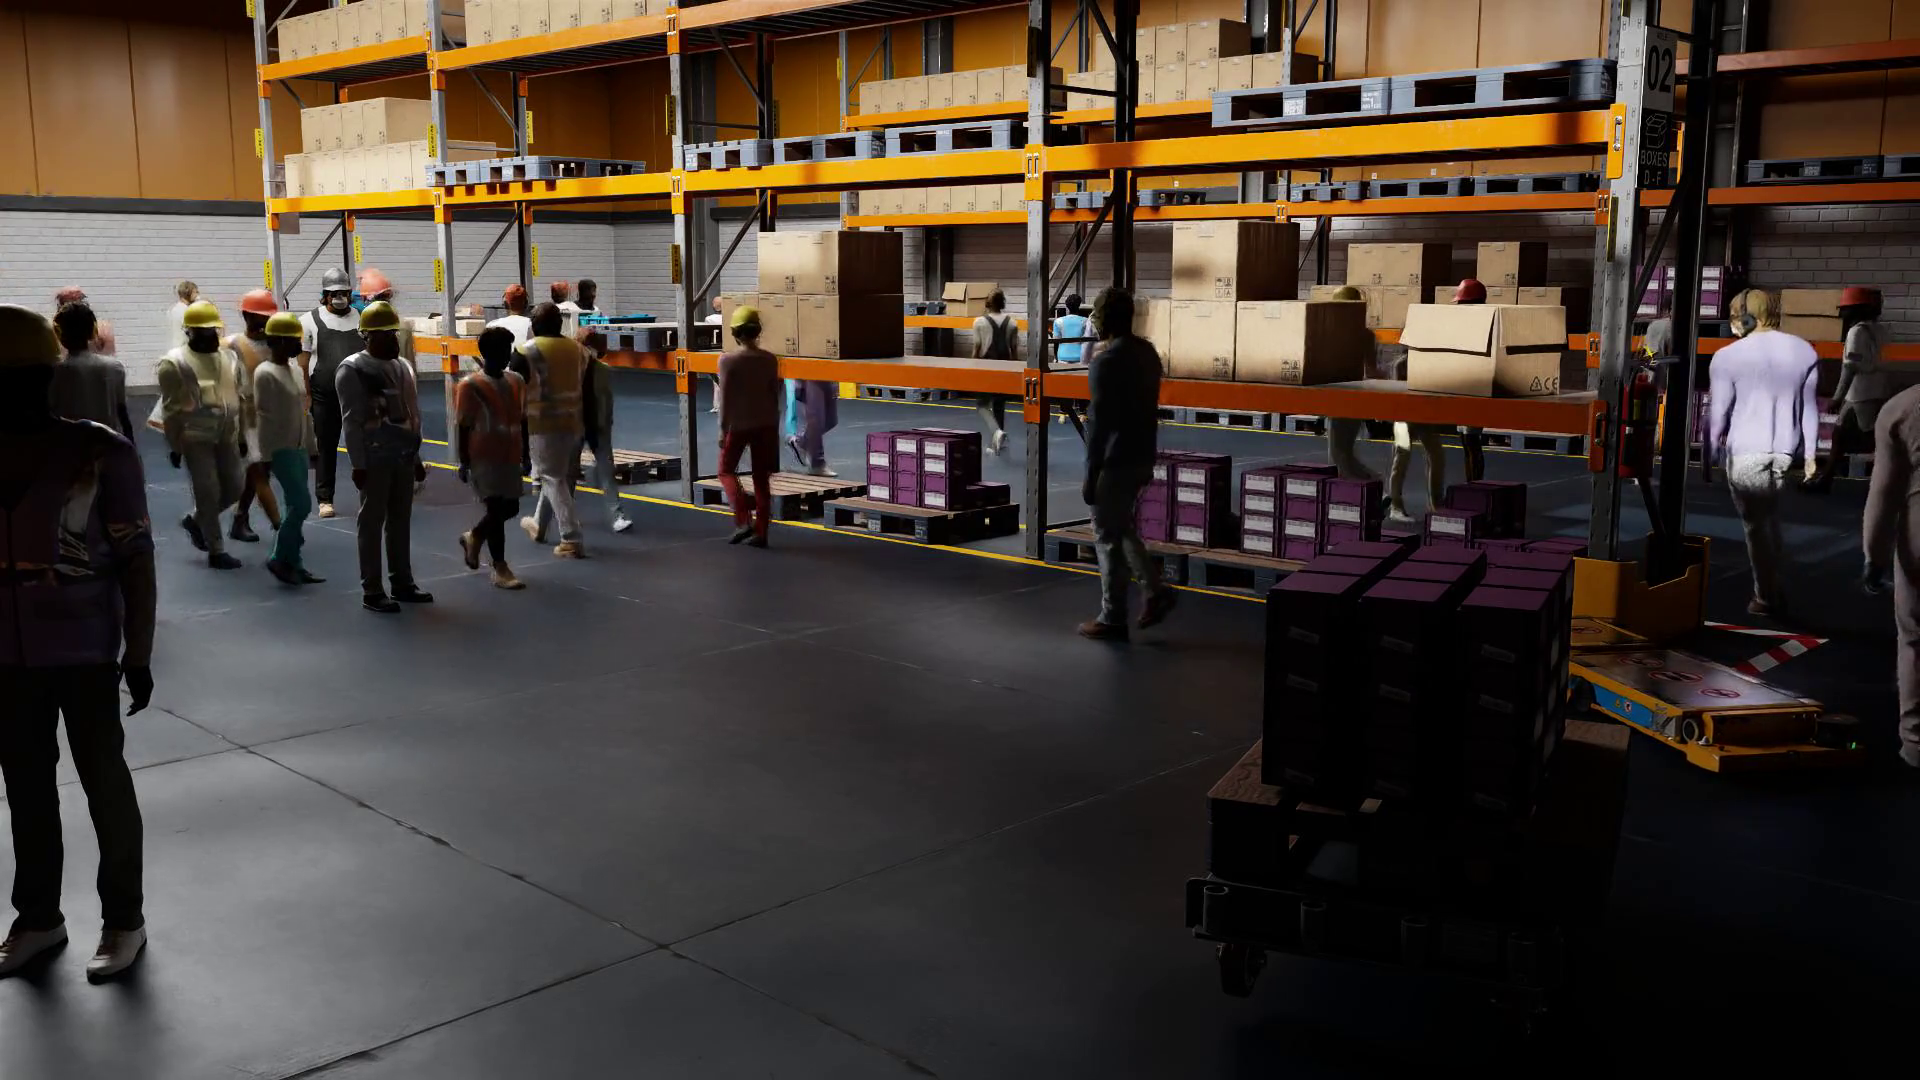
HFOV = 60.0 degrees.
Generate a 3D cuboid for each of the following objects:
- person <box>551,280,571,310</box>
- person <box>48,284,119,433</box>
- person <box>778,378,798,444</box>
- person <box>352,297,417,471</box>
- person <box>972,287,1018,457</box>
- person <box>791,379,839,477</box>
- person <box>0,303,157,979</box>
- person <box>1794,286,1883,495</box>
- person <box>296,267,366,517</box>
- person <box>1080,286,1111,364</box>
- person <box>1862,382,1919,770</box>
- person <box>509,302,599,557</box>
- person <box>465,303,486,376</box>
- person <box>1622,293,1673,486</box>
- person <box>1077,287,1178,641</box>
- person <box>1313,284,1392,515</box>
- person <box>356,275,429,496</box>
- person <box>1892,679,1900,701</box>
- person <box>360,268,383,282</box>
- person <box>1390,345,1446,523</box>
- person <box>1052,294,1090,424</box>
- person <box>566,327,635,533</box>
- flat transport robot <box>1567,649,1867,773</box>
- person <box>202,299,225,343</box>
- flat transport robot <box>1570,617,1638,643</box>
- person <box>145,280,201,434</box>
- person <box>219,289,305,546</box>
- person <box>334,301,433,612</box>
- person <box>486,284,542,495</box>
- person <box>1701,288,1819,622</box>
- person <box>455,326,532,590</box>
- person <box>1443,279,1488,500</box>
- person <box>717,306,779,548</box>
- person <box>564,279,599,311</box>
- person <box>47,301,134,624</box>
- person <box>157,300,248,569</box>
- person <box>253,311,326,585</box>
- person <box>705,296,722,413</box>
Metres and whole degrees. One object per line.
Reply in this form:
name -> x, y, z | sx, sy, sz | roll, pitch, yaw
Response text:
person -> -4.973, -2.323, 20.933 | 0.430, 1.874, 0.593 | 4, 10, 24
person -> -7.281, -1.165, 13.796 | 0.673, 1.891, 0.418 | -2, 9, -9
person -> -2.071, -2.000, 19.211 | 0.729, 1.802, 0.426 | 2, 9, 13
person -> -5.294, -1.415, 15.162 | 0.665, 1.941, 0.988 | -6, 11, -33
person -> 0.383, -1.777, 17.759 | 0.527, 1.826, 0.585 | -3, 10, -19
person -> -1.447, -1.569, 16.294 | 0.622, 1.894, 0.652 | 7, 11, 36
person -> -2.596, 0.299, 4.727 | 0.595, 1.925, 0.373 | 1, 9, 3
person -> 7.986, -1.279, 14.616 | 0.987, 1.886, 0.573 | 7, 12, 37
person -> -5.044, -1.210, 13.634 | 0.682, 2.000, 0.537 | -6, 11, -34
person -> 1.647, -1.950, 18.856 | 0.629, 1.822, 0.567 | -5, 11, -29
person -> 3.861, 0.055, 6.440 | 0.658, 1.864, 0.798 | 5, 11, 30
person -> -2.961, -0.796, 11.876 | 1.010, 1.778, 0.645 | 8, 12, 41
person -> -5.777, -2.068, 20.218 | 0.740, 1.612, 0.517 | 4, 10, 22
person -> 6.475, -1.406, 15.482 | 0.455, 1.829, 0.629 | -3, 10, -16
person -> 0.866, -0.395, 8.981 | 0.464, 1.925, 0.643 | 6, 11, 34
person -> 3.023, -1.016, 12.877 | 0.513, 1.906, 0.610 | 8, 12, 41
person -> -4.931, -1.303, 14.398 | 0.731, 1.972, 0.623 | 4, 10, 21
person -> 4.317, 0.002, 7.162 | 0.525, 1.732, 0.874 | -1, 9, -8
person -> -7.439, -2.449, 21.239 | 0.450, 2.037, 0.631 | 4, 10, 21
person -> 3.644, -0.902, 13.057 | 0.509, 1.601, 0.714 | -6, 11, -31
person -> 1.474, -2.363, 21.749 | 0.540, 1.695, 0.317 | 1, 9, 4
person -> -2.857, -0.844, 12.798 | 0.486, 1.578, 0.903 | -7, 12, -38
flat transport robot -> 3.187, 0.709, 7.277 | 0.652, 0.197, 1.431 | -2, 9, -9
person -> -10.585, -2.579, 23.364 | 0.514, 1.600, 0.844 | -4, 10, -25
flat transport robot -> 2.748, 0.552, 8.238 | 1.431, 0.197, 0.652 | -2, 9, -10
person -> -9.512, -2.225, 20.342 | 1.023, 1.897, 0.649 | -3, 10, -19
person -> -5.116, -0.876, 12.106 | 0.978, 1.876, 0.557 | 6, 11, 31
person -> -3.412, -0.499, 9.909 | 0.404, 1.833, 0.590 | 4, 10, 21
person -> -3.927, -1.333, 14.865 | 0.577, 1.884, 0.353 | 0, 9, 2
person -> 4.591, -0.493, 9.629 | 0.660, 1.909, 0.589 | -1, 9, -6
person -> -3.026, -0.542, 10.653 | 0.680, 1.669, 0.537 | 6, 11, 34
person -> 4.283, -1.223, 14.030 | 0.359, 1.935, 0.551 | 1, 9, 7
person -> -1.531, -0.812, 12.047 | 0.553, 1.748, 0.410 | -7, 12, -39
person -> -4.570, -2.217, 20.218 | 0.496, 1.900, 0.663 | 5, 11, 30
person -> -5.112, -0.441, 9.588 | 0.907, 1.830, 0.515 | 5, 11, 29
person -> -5.136, -0.712, 11.264 | 0.570, 1.814, 0.606 | 5, 11, 29
person -> -4.235, -0.564, 10.546 | 0.375, 1.754, 0.559 | 1, 9, 5
person -> -3.345, -2.594, 23.355 | 0.517, 1.636, 0.314 | -6, 11, -31
